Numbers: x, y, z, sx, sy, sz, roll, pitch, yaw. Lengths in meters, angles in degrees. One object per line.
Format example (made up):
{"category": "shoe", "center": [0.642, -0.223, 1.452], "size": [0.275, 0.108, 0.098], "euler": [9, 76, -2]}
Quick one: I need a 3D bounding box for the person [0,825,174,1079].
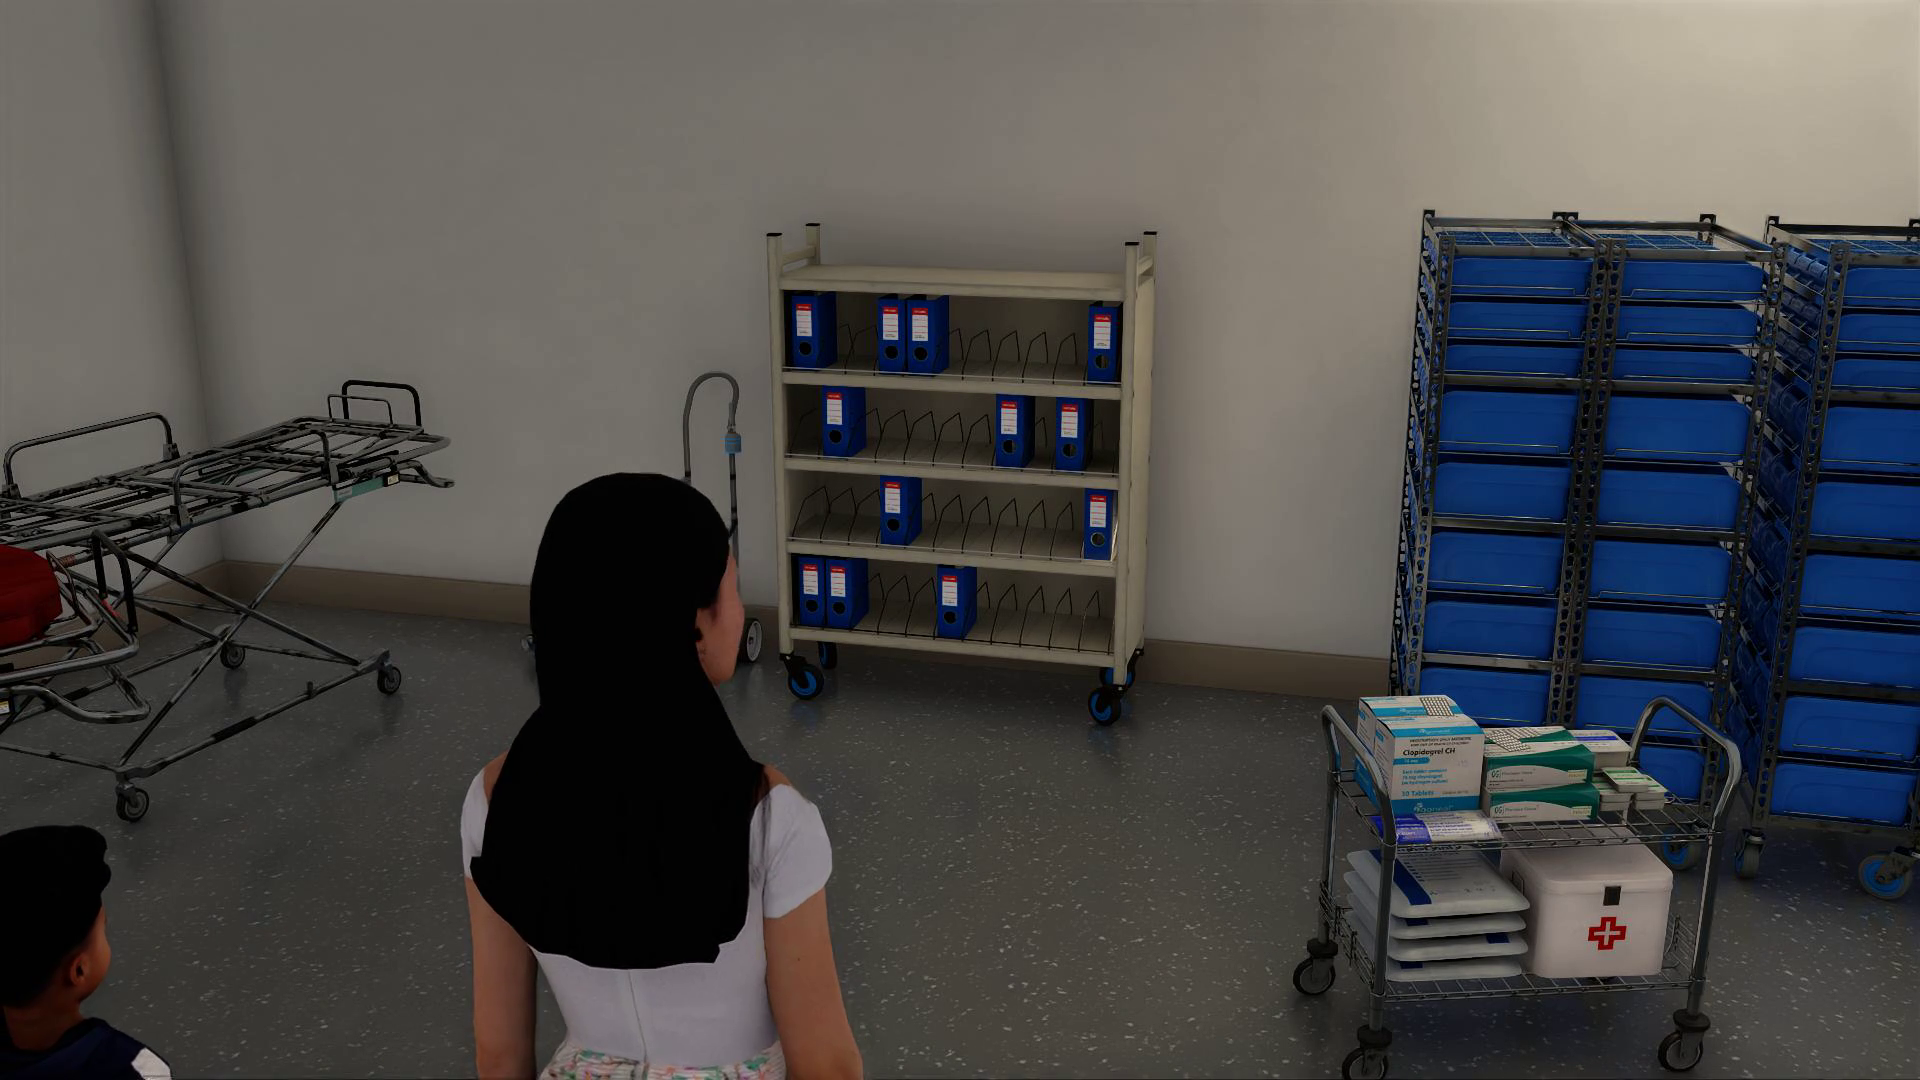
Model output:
{"category": "person", "center": [-1.195, 0.968, 2.239], "size": [0.553, 1.220, 0.514], "euler": [7, 17, 25]}

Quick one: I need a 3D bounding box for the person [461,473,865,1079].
{"category": "person", "center": [-0.304, 0.797, 1.828], "size": [0.643, 1.773, 0.627], "euler": [3, 16, 12]}
